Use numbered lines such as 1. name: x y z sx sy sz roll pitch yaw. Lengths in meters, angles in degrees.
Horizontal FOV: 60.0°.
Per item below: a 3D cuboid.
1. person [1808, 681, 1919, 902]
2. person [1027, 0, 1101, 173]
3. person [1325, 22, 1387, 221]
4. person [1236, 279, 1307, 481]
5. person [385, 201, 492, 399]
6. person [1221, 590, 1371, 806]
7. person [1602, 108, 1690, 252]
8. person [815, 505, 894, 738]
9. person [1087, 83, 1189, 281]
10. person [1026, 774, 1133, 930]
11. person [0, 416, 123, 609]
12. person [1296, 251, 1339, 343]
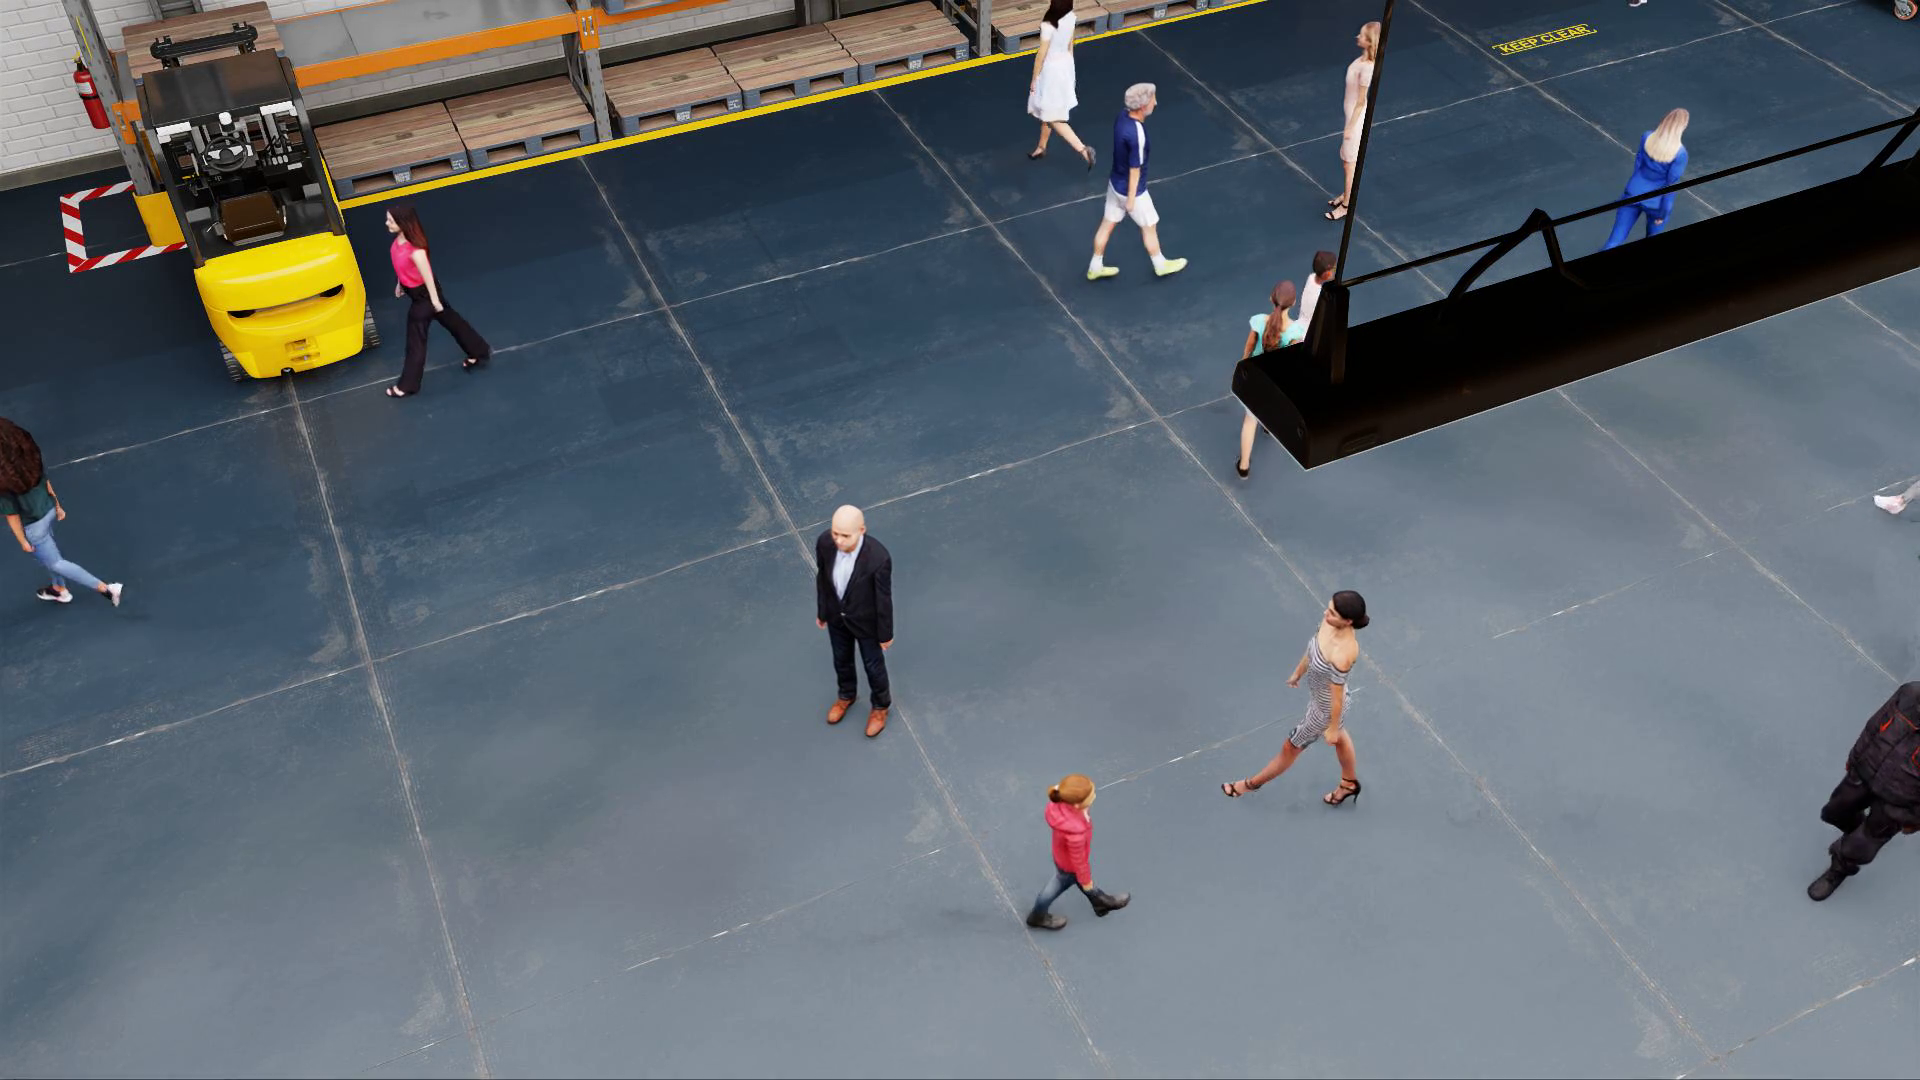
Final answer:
1. person: 5.200 1.292 9.162 0.834 1.814 0.753 -22 48 -22
2. person: 0.900 -4.036 14.773 1.013 1.788 1.115 31 52 29
3. person: 3.412 -3.590 14.274 0.689 1.831 0.643 11 45 11
4. person: 2.184 -1.126 11.916 1.073 1.515 1.099 13 45 13
5. person: -3.991 -1.865 12.621 1.085 1.614 0.585 -19 47 -19
6. person: 2.187 0.953 9.542 1.161 1.780 0.950 3 44 3
7. person: 5.479 -2.686 13.450 1.182 1.658 0.822 -29 51 -27
8. person: -0.634 0.448 10.058 0.761 1.798 0.790 20 47 20
9. person: 1.289 -2.869 13.541 1.092 1.797 0.745 -13 45 -13
10. person: 0.524 1.732 9.076 0.907 1.295 0.739 0 44 0
11. person: -5.950 -0.131 10.812 1.061 1.597 0.934 8 44 9
12. person: 2.550 -1.530 12.403 0.891 1.429 0.736 -1 44 -1
